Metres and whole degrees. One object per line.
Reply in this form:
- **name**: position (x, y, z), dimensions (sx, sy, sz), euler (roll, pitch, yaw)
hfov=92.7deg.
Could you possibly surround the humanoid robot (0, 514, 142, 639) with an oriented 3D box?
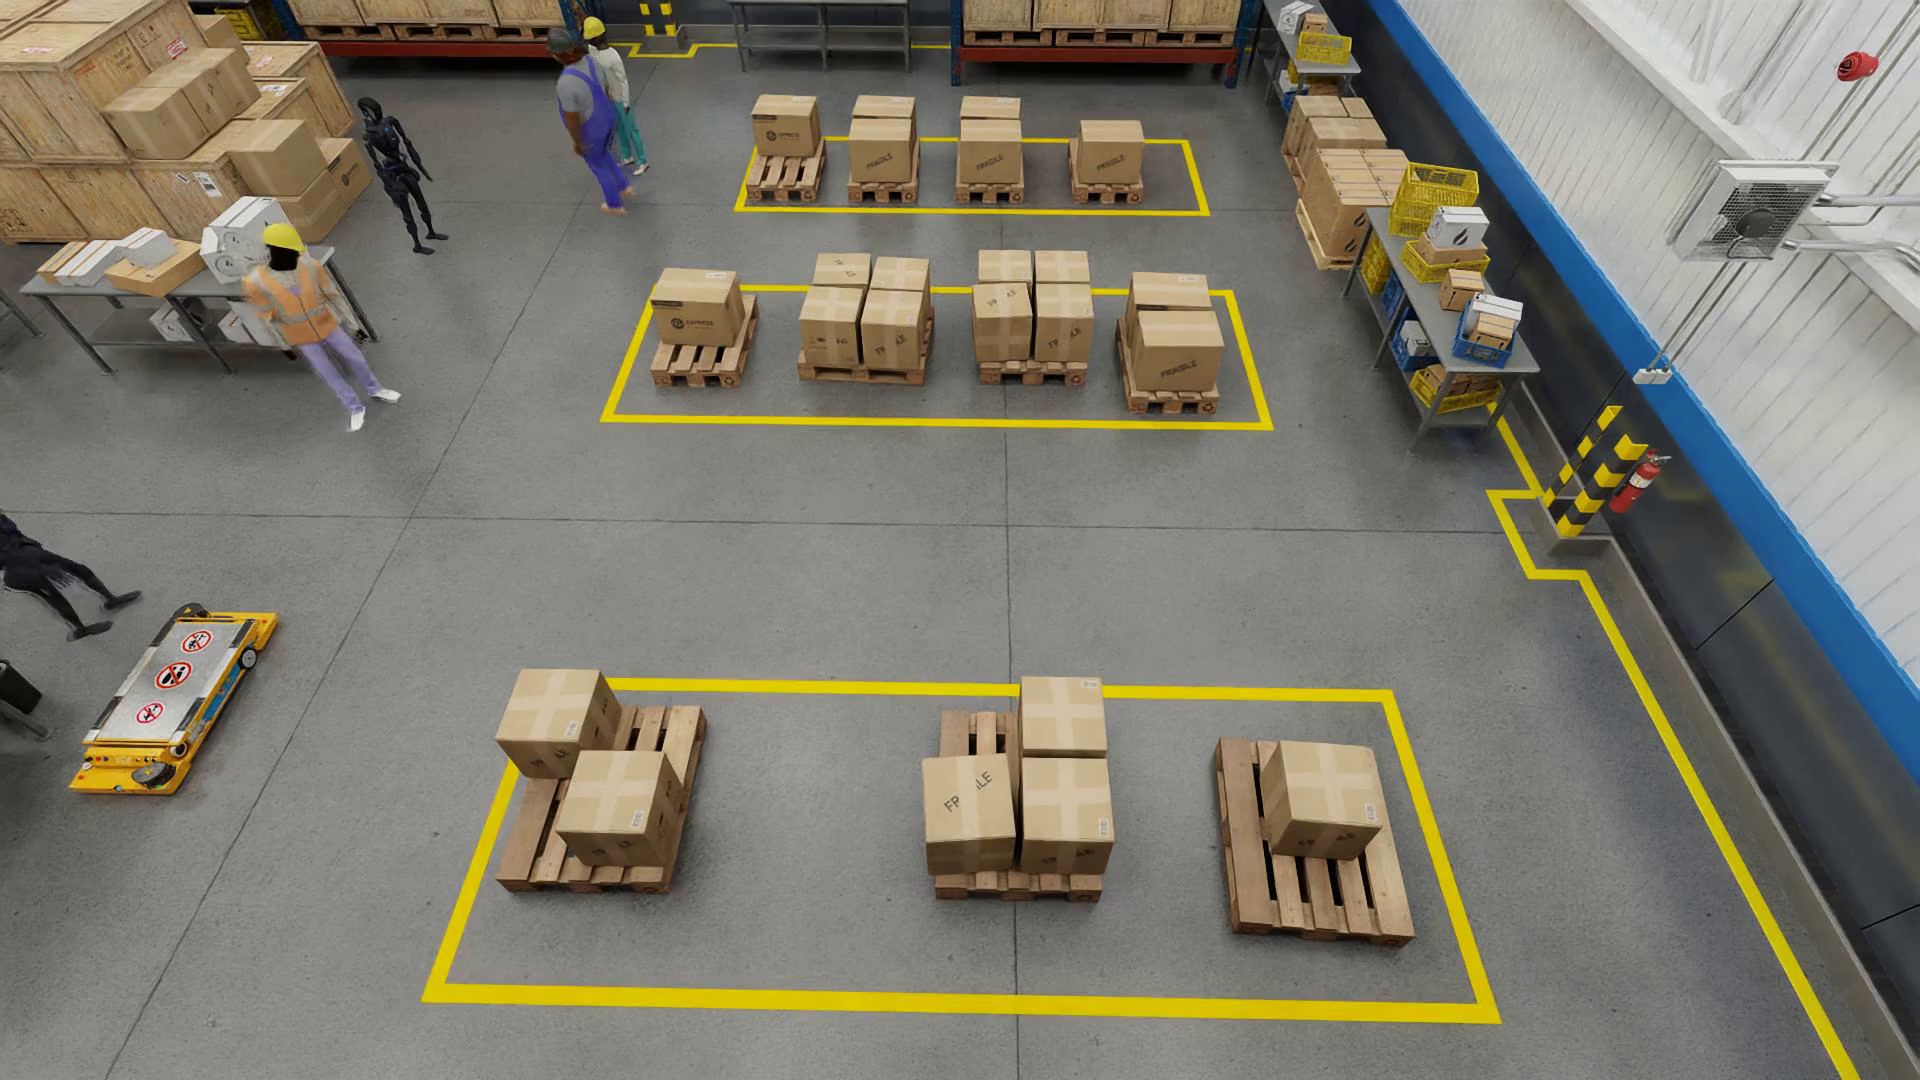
- **humanoid robot**: position (-6.473, 0.086, 6.373), dimensions (0.538, 1.640, 0.599), euler (-24, 54, -19)

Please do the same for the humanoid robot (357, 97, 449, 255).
- **humanoid robot**: position (-5.918, -3.855, 9.704), dimensions (0.360, 1.648, 0.570), euler (10, 51, 8)

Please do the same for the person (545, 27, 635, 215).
- **person**: position (-4.084, -4.559, 10.065), dimensions (0.536, 2.000, 0.710), euler (14, 51, 12)

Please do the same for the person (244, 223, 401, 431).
- **person**: position (-5.505, -1.796, 7.841), dimensions (0.377, 1.880, 0.653), euler (36, 58, 26)

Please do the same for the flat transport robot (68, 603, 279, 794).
- **flat transport robot**: position (-5.504, 1.072, 6.442), dimensions (0.652, 0.197, 1.431), euler (1, 50, 1)

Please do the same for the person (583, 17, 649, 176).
- **person**: position (-4.077, -5.205, 10.791), dimensions (0.522, 1.766, 0.311), euler (27, 55, 21)
